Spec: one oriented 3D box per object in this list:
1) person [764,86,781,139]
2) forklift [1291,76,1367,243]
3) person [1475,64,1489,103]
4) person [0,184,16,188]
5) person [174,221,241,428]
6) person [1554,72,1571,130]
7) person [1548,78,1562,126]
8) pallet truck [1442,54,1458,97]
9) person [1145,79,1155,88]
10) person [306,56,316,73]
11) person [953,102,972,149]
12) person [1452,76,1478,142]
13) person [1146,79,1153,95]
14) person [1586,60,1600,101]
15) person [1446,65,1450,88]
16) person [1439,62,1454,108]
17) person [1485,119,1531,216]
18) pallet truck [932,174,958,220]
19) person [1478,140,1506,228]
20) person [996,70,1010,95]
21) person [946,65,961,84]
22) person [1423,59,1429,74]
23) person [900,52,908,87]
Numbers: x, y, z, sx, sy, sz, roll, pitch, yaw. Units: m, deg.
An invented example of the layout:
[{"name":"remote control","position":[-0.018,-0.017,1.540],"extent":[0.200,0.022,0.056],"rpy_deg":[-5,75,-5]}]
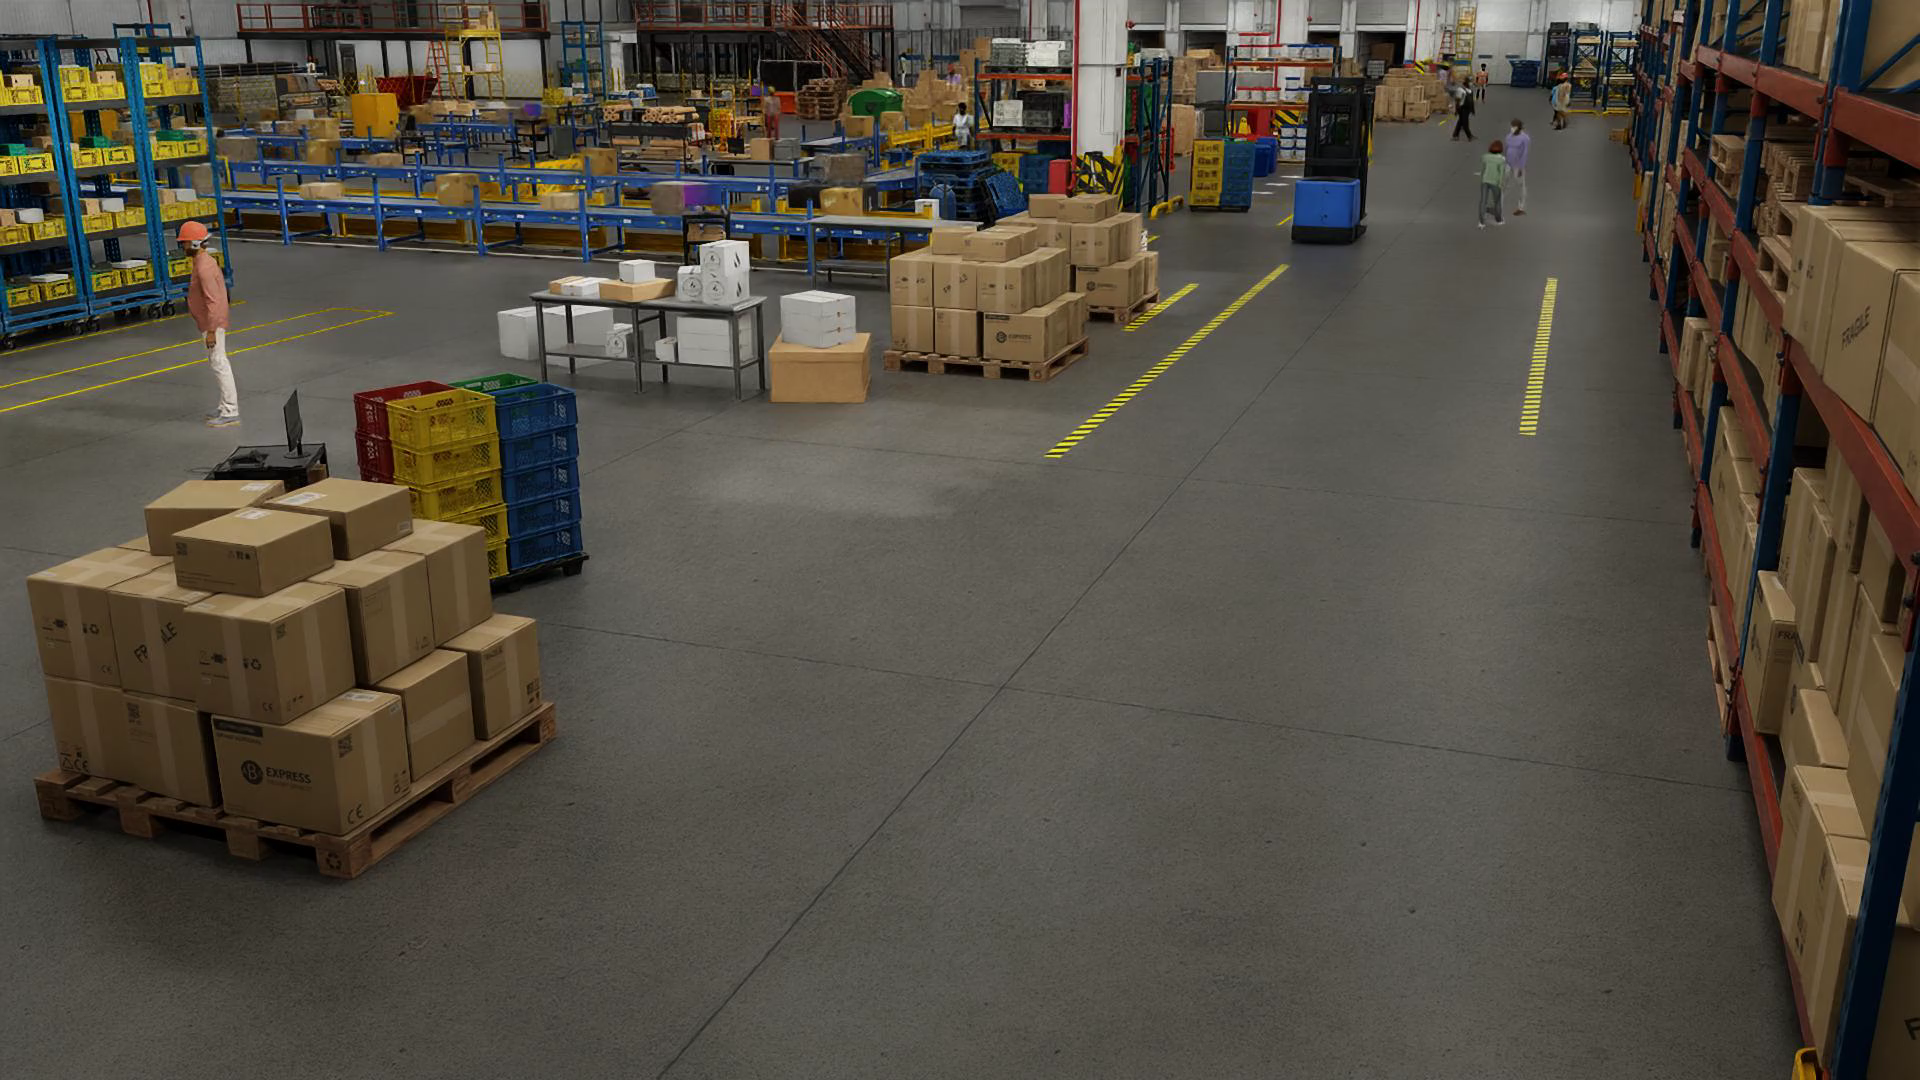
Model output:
[{"name":"person","position":[-5.768,-13.043,51.017],"extent":[0.541,1.726,0.900],"rpy_deg":[-5,18,-15]},{"name":"forklift","position":[6.598,-6.755,29.381],"extent":[1.129,2.768,1.873],"rpy_deg":[6,19,19]},{"name":"person","position":[23.060,-20.178,73.480],"extent":[0.535,1.697,0.318],"rpy_deg":[3,18,9]},{"name":"person","position":[-15.134,-5.373,26.638],"extent":[0.550,1.888,0.654],"rpy_deg":[10,20,30]},{"name":"person","position":[-7.306,-2.093,16.170],"extent":[0.396,1.992,0.623],"rpy_deg":[-8,19,-23]},{"name":"person","position":[20.504,-14.945,56.672],"extent":[0.403,1.917,0.564],"rpy_deg":[-7,19,-21]},{"name":"person","position":[21.165,-15.507,58.875],"extent":[0.535,1.653,0.856],"rpy_deg":[-5,18,-15]},{"name":"pallet truck","position":[22.765,-21.886,78.355],"extent":[0.823,1.965,1.885],"rpy_deg":[-4,18,-14]},{"name":"person","position":[6.660,-15.264,57.918],"extent":[0.849,1.783,0.577],"rpy_deg":[7,19,21]},{"name":"person","position":[-30.363,-21.677,77.886],"extent":[0.354,1.883,0.573],"rpy_deg":[6,19,17]},{"name":"person","position":[0.087,-10.502,43.114],"extent":[0.539,1.669,0.769],"rpy_deg":[9,20,25]},{"name":"person","position":[15.740,-13.410,51.652],"extent":[0.701,2.000,1.004],"rpy_deg":[-16,23,-40]},{"name":"person","position":[6.532,-15.114,57.306],"extent":[0.328,1.860,0.521],"rpy_deg":[9,20,27]},{"name":"person","position":[28.414,-20.624,74.688],"extent":[0.544,1.811,0.779],"rpy_deg":[-13,22,-36]},{"name":"person","position":[21.228,-19.991,72.801],"extent":[0.367,1.750,0.542],"rpy_deg":[5,18,16]},{"name":"person","position":[20.184,-18.901,69.142],"extent":[0.781,1.893,0.608],"rpy_deg":[13,22,35]},{"name":"person","position":[10.879,-7.330,32.791],"extent":[1.009,1.883,0.654],"rpy_deg":[-11,21,-30]},{"name":"pallet truck","position":[-0.507,-5.292,27.348],"extent":[0.653,1.274,1.630],"rpy_deg":[6,19,19]},{"name":"person","position":[10.023,-6.688,31.244],"extent":[0.513,1.592,0.820],"rpy_deg":[15,23,40]},{"name":"person","position":[1.746,-17.849,65.931],"extent":[0.530,1.832,0.879],"rpy_deg":[-10,20,-28]},{"name":"person","position":[-0.256,-16.490,61.370],"extent":[0.641,2.011,0.582],"rpy_deg":[10,20,29]},{"name":"person","position":[22.469,-22.297,80.128],"extent":[0.900,1.700,0.500],"rpy_deg":[7,19,20]},{"name":"person","position":[-2.962,-24.723,87.535],"extent":[0.429,1.837,0.621],"rpy_deg":[0,18,1]}]
